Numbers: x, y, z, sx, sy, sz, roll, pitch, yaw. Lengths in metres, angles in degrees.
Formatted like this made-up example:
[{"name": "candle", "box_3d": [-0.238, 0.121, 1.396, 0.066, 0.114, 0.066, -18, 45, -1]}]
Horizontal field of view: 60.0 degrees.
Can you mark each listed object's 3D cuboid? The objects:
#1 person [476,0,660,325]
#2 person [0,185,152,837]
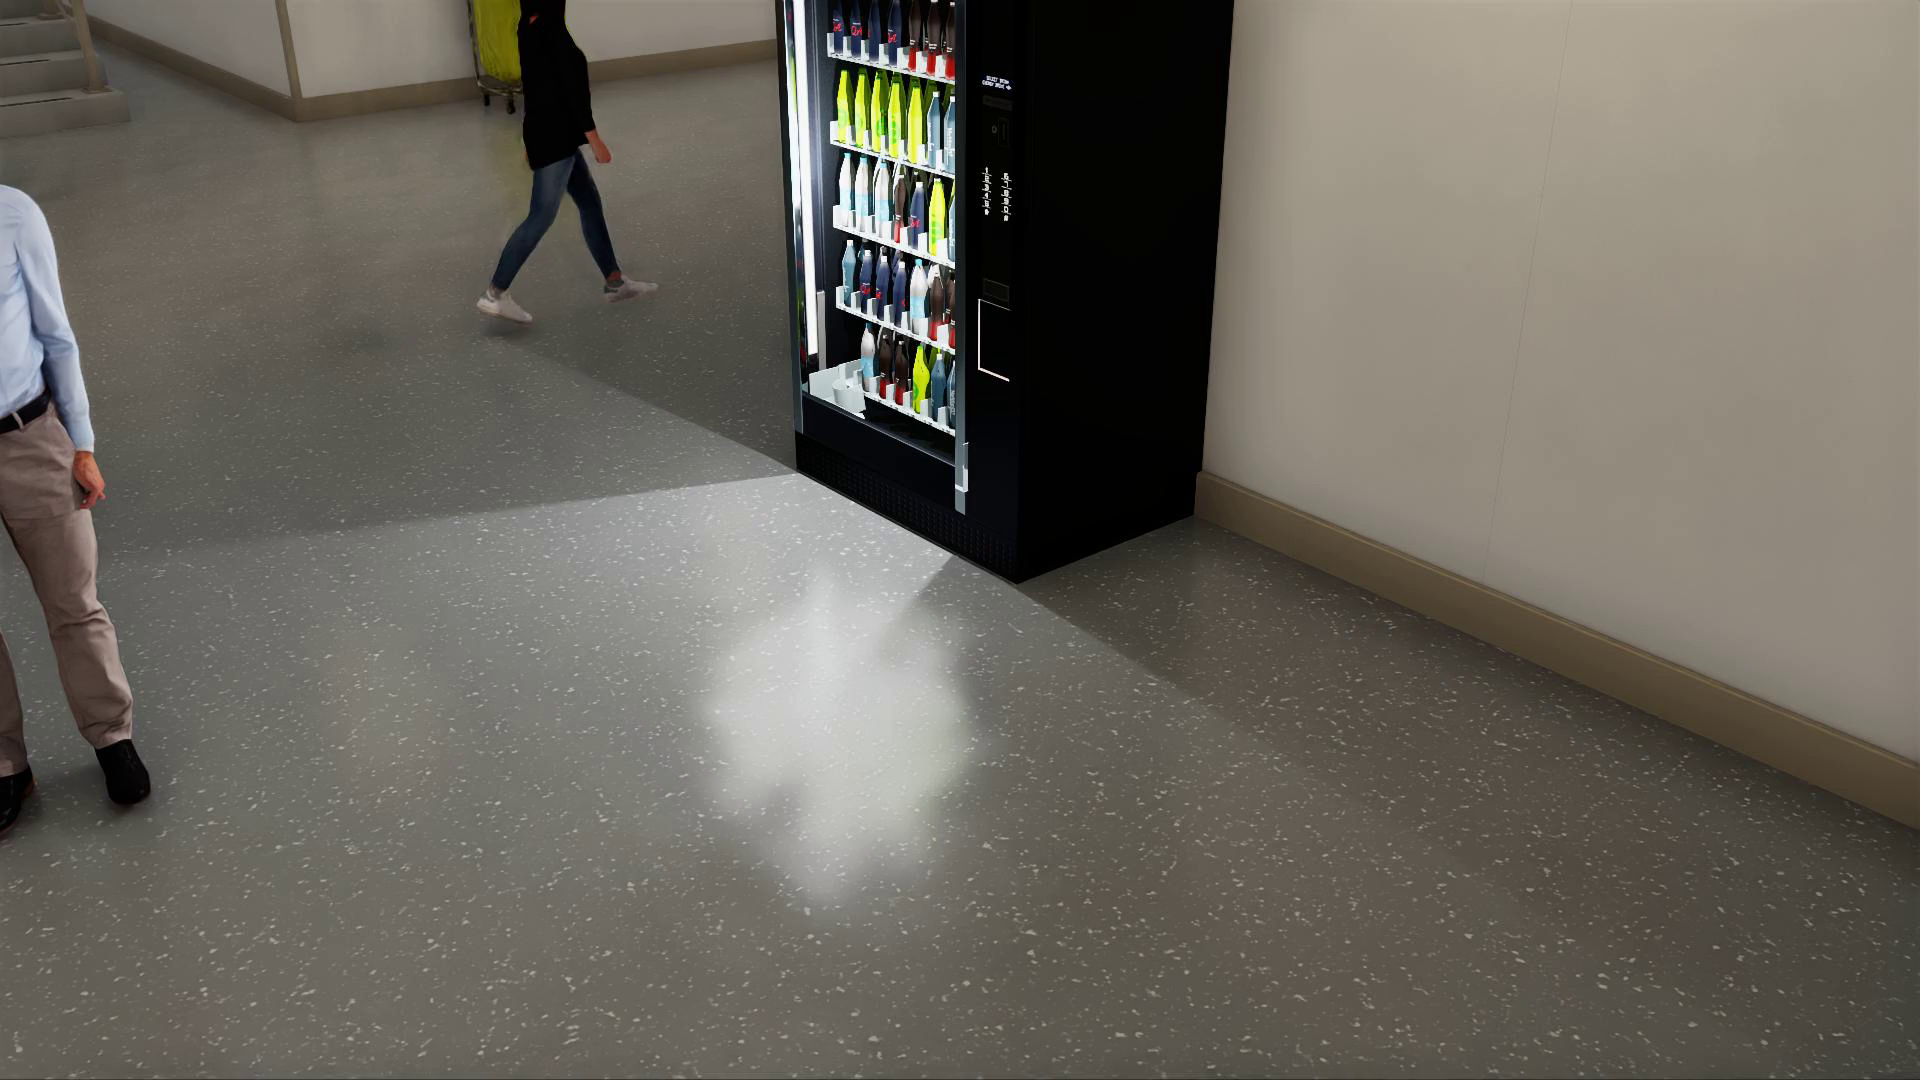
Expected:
[{"name": "person", "box_3d": [-1.846, -1.728, 7.287, 0.768, 1.612, 1.077, -14, 29, -26]}, {"name": "person", "box_3d": [-2.262, -0.203, 3.854, 0.702, 1.848, 0.681, -12, 28, -23]}]
